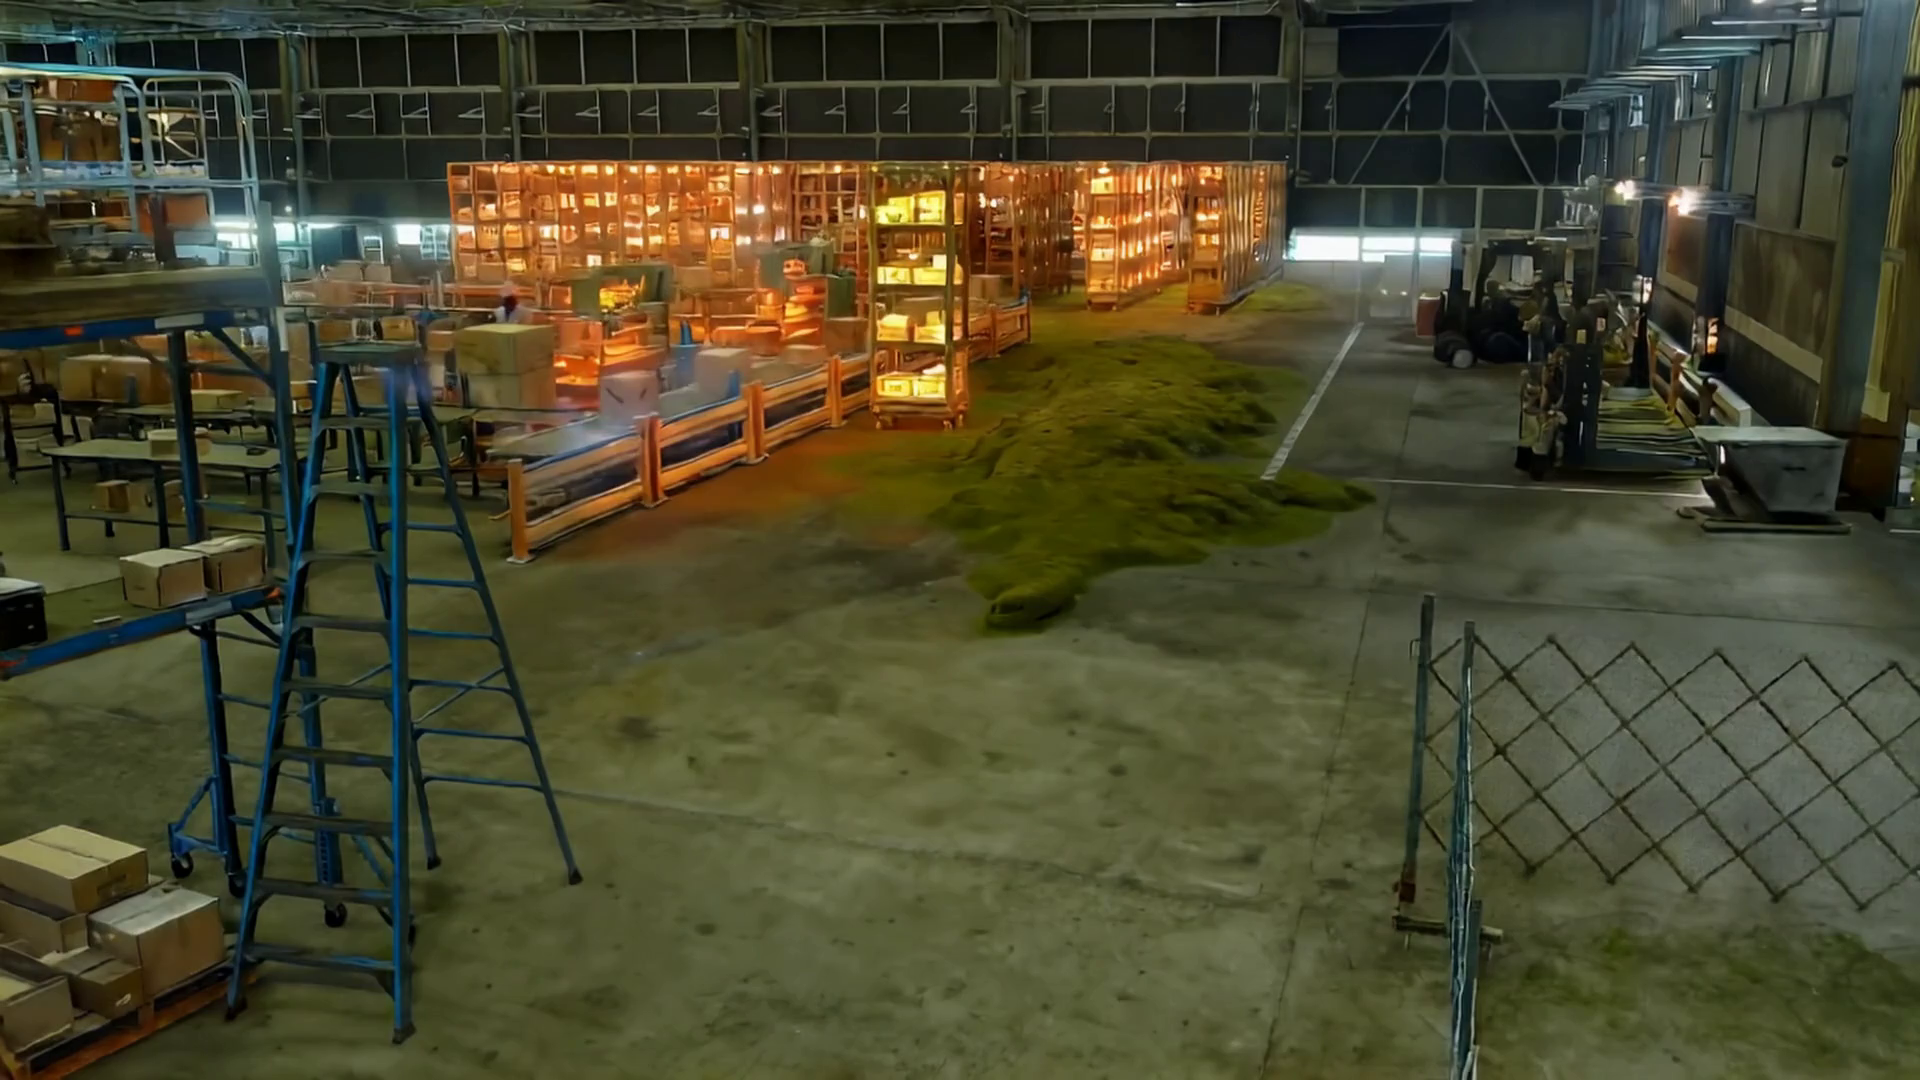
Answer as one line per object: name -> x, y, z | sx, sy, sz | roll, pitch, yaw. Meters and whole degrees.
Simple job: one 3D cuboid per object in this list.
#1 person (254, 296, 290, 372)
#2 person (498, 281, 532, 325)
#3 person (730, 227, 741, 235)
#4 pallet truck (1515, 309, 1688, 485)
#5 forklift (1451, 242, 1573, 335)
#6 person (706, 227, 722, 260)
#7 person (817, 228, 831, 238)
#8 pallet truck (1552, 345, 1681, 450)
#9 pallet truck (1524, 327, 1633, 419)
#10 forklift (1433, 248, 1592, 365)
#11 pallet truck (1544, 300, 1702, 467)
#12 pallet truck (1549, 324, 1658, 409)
person -> -11.394, -3.482, 27.460 | 0.666, 1.892, 0.535 | 6, 14, 23
person -> -6.308, -2.663, 23.637 | 0.610, 2.033, 0.512 | 8, 15, 31
person -> -6.901, -8.972, 51.356 | 0.722, 1.814, 0.595 | 5, 14, 22
pallet truck -> 7.554, -1.677, 19.446 | 1.885, 1.965, 0.823 | 3, 13, 14
forklift -> 10.464, -4.597, 31.405 | 2.680, 1.987, 1.157 | 4, 14, 16
person -> -7.365, -8.754, 50.017 | 0.611, 1.996, 0.379 | 0, 13, 2
person -> -4.375, -9.689, 54.451 | 0.591, 1.810, 0.811 | 2, 13, 8
pallet truck -> 8.641, -1.896, 21.908 | 1.630, 1.274, 0.653 | 4, 14, 16
pallet truck -> 9.065, -2.460, 24.370 | 1.522, 1.261, 0.704 | 3, 13, 14
forklift -> 9.780, -4.111, 29.280 | 2.680, 1.987, 1.157 | 3, 13, 14
pallet truck -> 8.263, -1.952, 20.631 | 1.885, 1.965, 0.823 | 5, 14, 20
pallet truck -> 9.824, -2.669, 25.407 | 1.601, 1.201, 0.680 | 4, 14, 16
